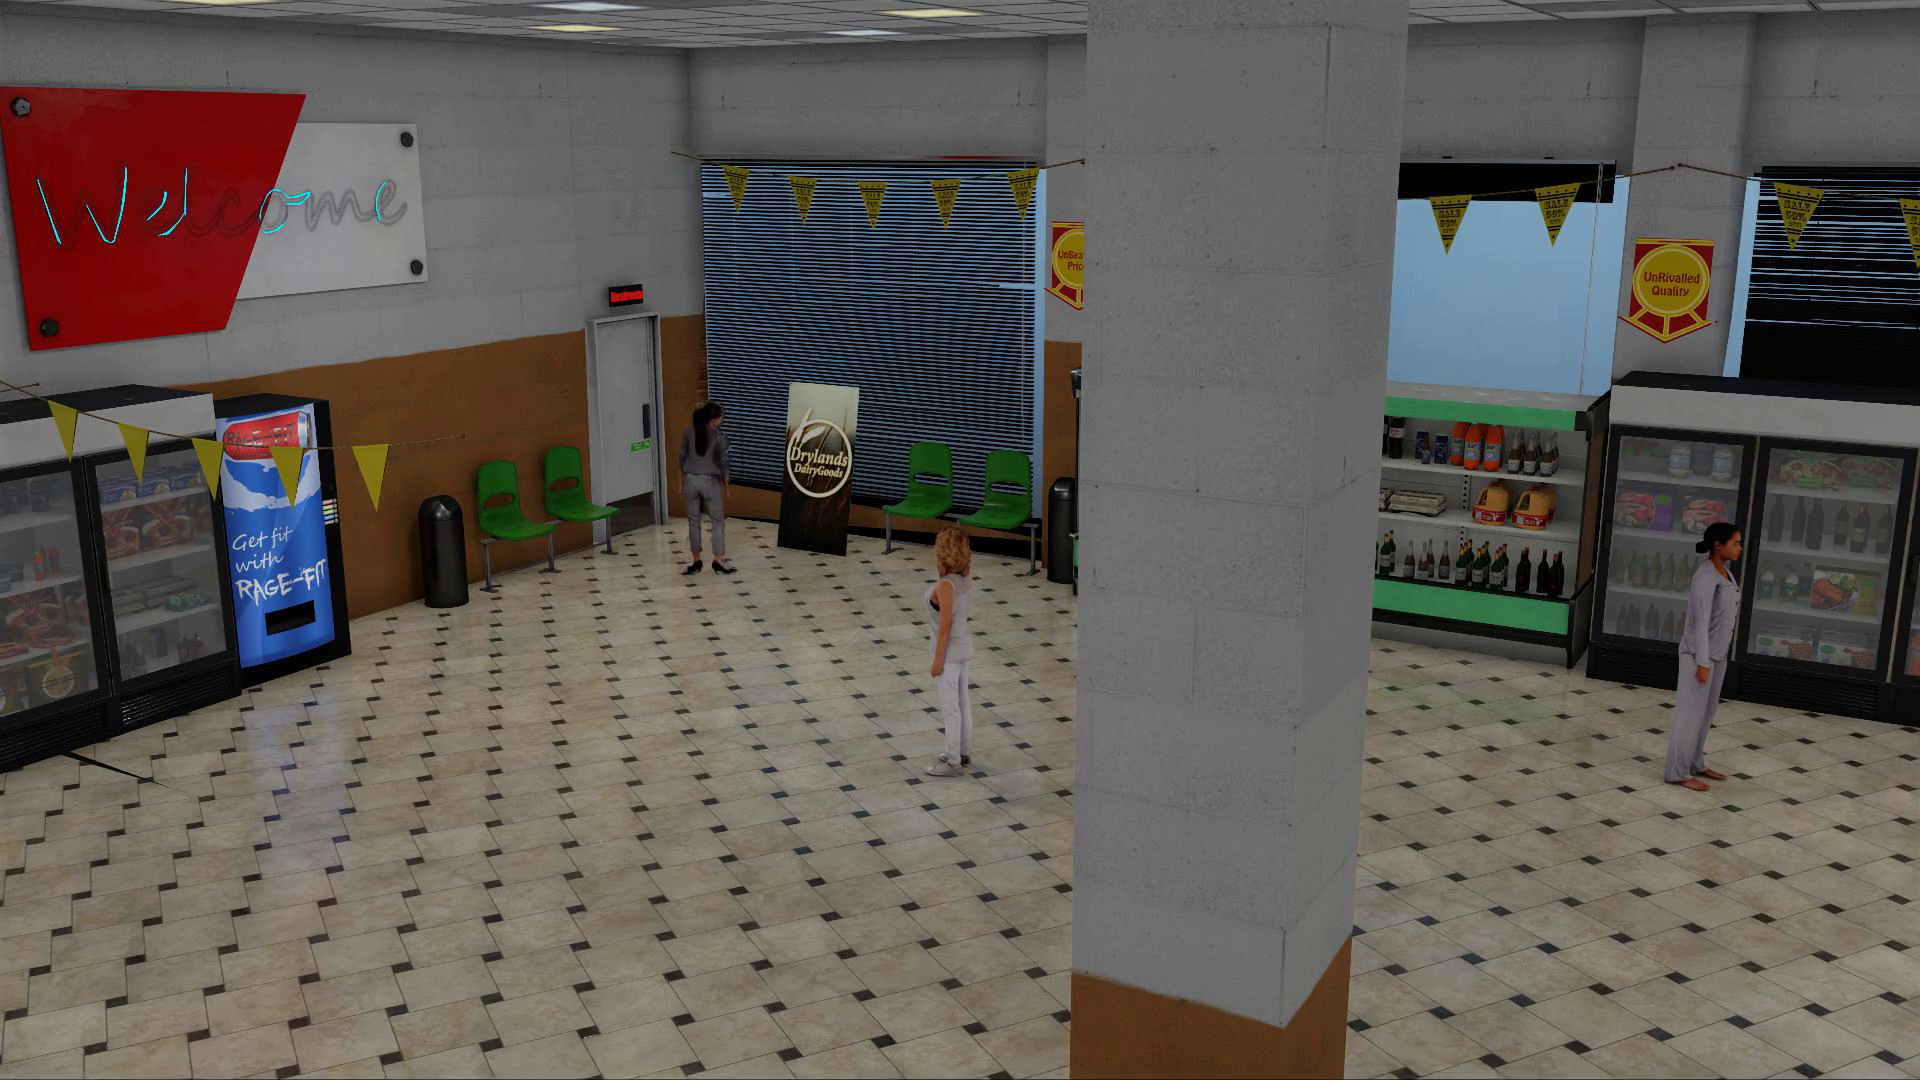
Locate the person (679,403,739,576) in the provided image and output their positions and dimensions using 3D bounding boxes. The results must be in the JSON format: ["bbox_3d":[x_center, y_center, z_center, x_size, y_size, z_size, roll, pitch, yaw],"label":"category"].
[{"bbox_3d":[-2.491,-0.488,15.893,0.680,1.658,0.858,-2,14,-7],"label":"person"}]

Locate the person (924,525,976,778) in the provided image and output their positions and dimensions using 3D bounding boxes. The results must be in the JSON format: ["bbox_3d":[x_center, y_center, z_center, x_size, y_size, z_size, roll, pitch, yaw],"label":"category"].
[{"bbox_3d":[-0.049,0.719,10.889,0.590,1.671,0.623,5,14,19],"label":"person"}]

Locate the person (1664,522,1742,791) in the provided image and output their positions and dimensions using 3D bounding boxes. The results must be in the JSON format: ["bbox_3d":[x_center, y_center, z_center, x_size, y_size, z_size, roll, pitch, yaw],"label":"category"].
[{"bbox_3d":[4.795,0.726,10.727,0.616,1.735,0.665,12,18,39],"label":"person"}]
